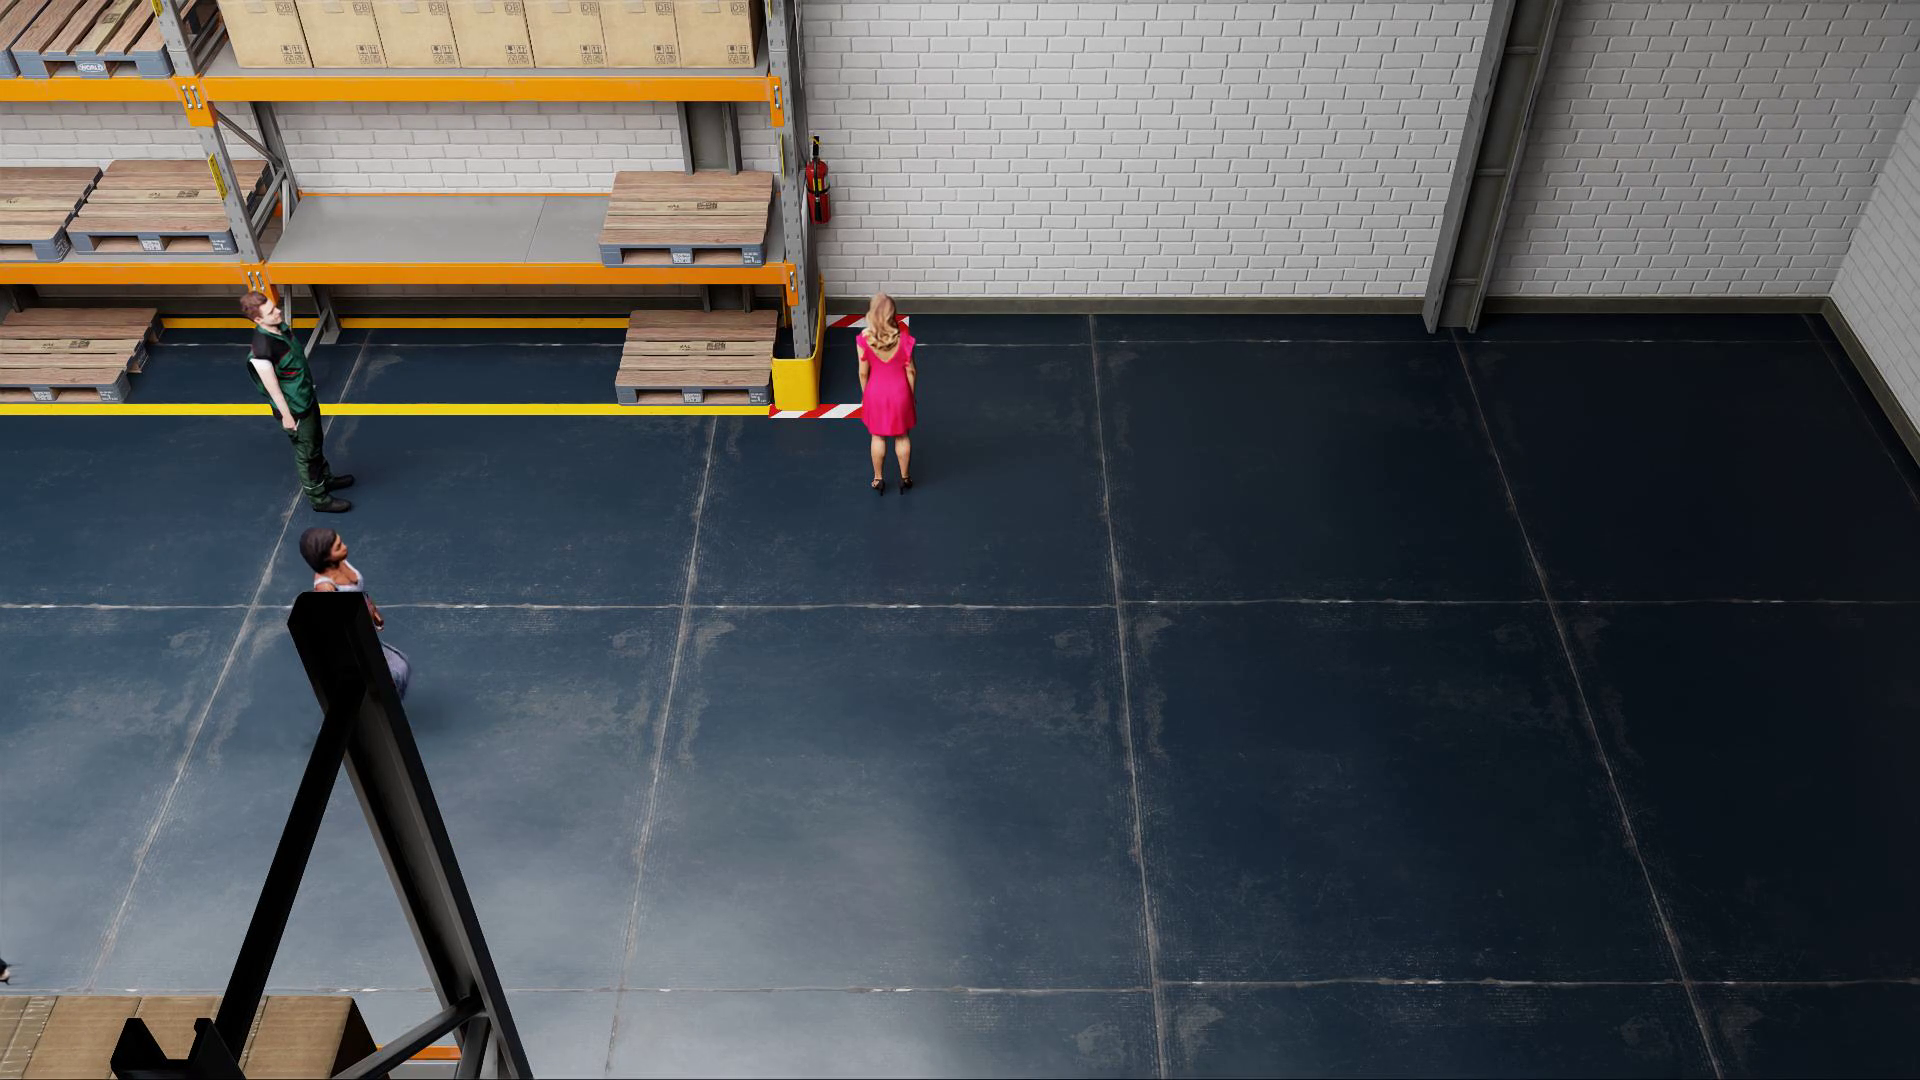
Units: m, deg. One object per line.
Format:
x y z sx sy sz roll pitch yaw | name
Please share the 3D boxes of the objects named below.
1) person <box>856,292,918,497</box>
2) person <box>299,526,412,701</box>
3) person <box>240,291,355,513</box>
-0.512 -1.020 11.817 0.460 1.728 0.614 0 44 0 | person
-3.793 0.581 10.167 0.690 1.685 0.622 -6 44 -6 | person
-4.682 -0.983 11.694 0.651 1.843 0.681 -8 44 -8 | person
